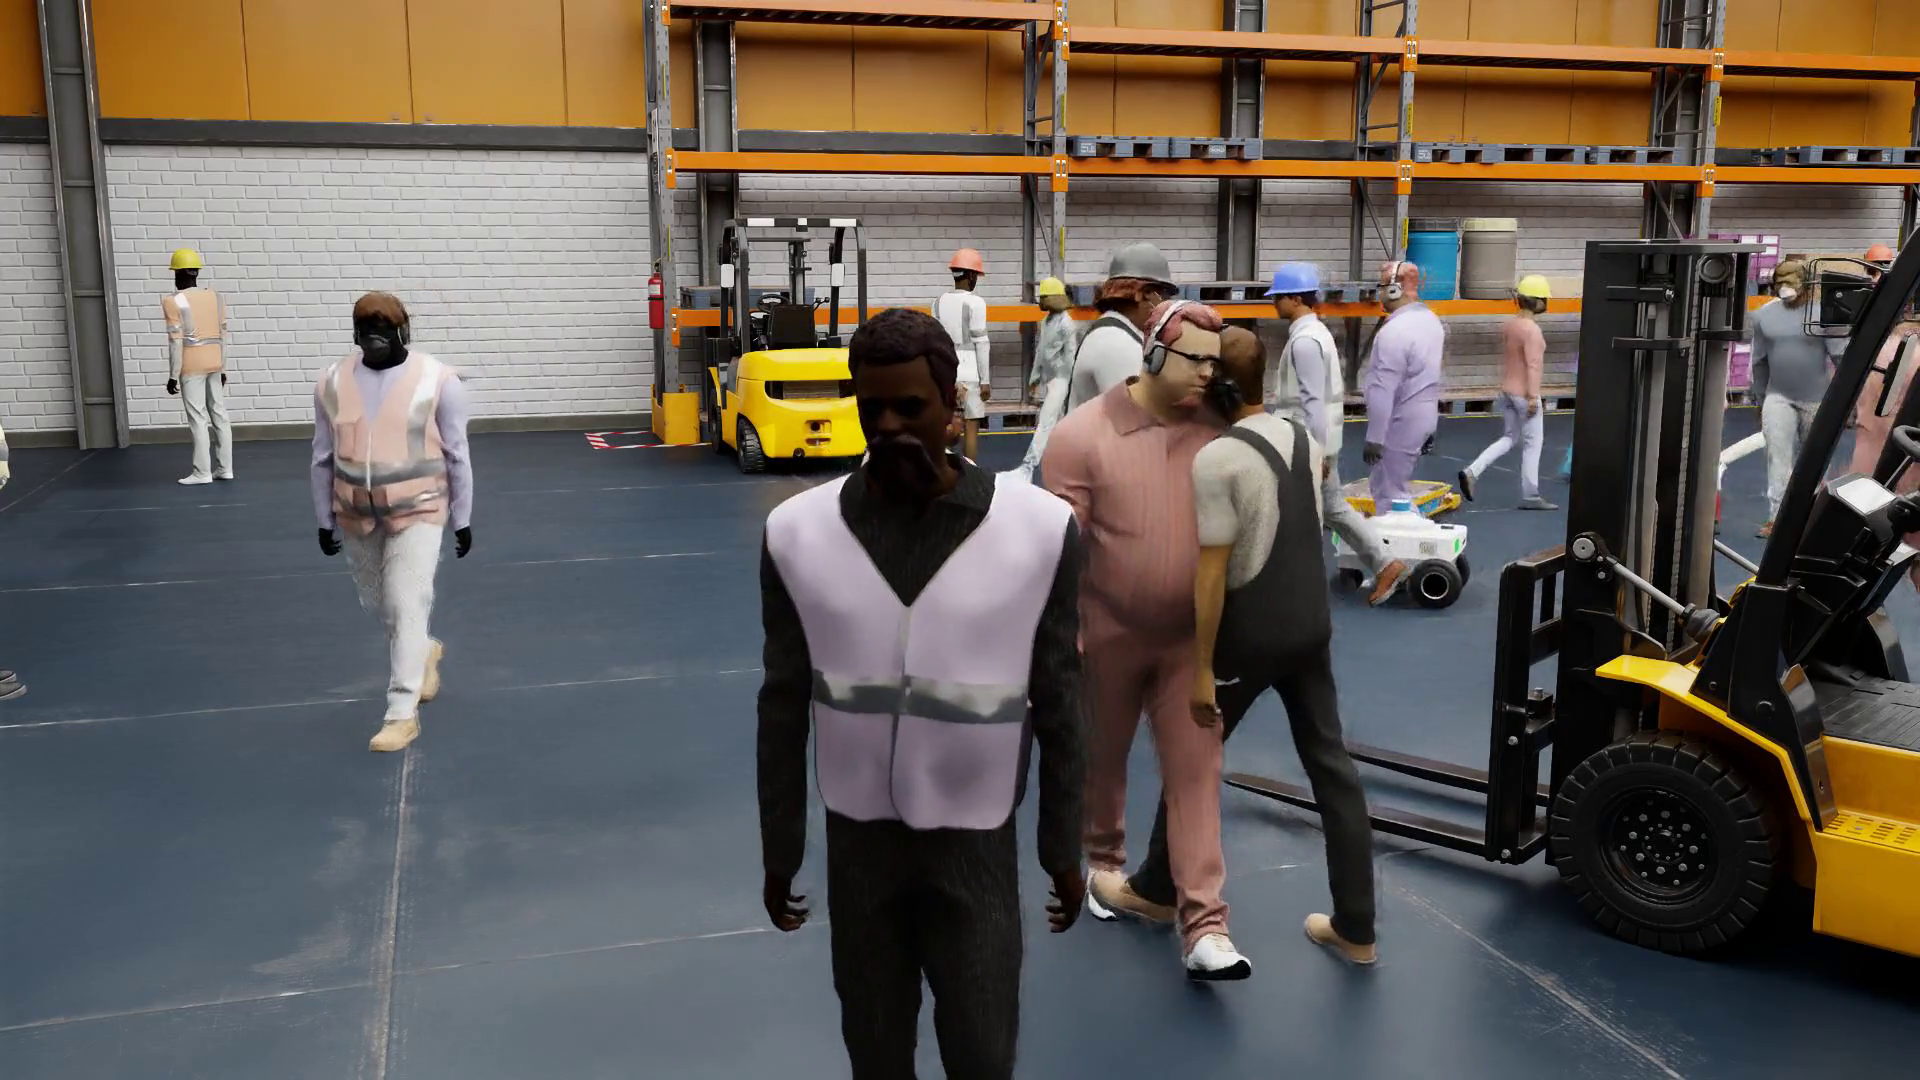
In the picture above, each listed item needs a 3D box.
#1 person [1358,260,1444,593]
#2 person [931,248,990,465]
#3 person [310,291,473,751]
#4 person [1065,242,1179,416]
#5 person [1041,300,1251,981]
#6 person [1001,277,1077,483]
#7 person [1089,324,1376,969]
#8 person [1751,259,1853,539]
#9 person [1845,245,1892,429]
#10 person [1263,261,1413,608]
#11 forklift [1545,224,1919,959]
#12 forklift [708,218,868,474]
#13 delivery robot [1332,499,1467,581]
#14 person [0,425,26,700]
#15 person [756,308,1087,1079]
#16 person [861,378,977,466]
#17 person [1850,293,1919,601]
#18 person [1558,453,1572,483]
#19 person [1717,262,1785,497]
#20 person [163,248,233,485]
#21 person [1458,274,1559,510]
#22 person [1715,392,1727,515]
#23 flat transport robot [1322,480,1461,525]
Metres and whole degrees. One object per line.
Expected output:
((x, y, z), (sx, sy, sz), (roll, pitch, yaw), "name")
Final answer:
((2.481, -0.634, 9.456), (0.434, 1.890, 0.655), (7, 12, 32), "person")
((0.038, -1.272, 12.840), (0.543, 1.934, 0.368), (10, 14, 43), "person")
((-2.306, -0.115, 6.836), (0.639, 1.821, 0.851), (1, 10, 4), "person")
((0.782, -0.247, 6.926), (0.957, 2.000, 0.764), (2, 11, 12), "person")
((0.543, 0.269, 4.616), (0.663, 1.842, 1.015), (-2, 10, -9), "person")
((0.785, -1.326, 13.799), (0.930, 1.690, 0.499), (-3, 11, -18), "person")
((0.801, 0.296, 4.684), (0.538, 1.779, 0.834), (-8, 13, -36), "person")
((5.779, -0.978, 11.398), (1.025, 1.884, 0.713), (-10, 14, -43), "person")
((9.592, -2.127, 17.515), (0.552, 1.935, 0.364), (-9, 14, -41), "person")
((1.984, -0.555, 9.030), (0.950, 1.909, 0.629), (3, 11, 18), "person")
((2.909, 0.117, 4.508), (2.313, 2.155, 1.214), (9, 14, 40), "forklift")
((-1.522, -1.778, 14.899), (1.214, 2.155, 2.313), (-3, 11, -17), "forklift")
((2.452, 0.017, 9.298), (0.707, 0.478, 0.477), (4, 11, 22), "delivery robot")
((-4.365, -0.198, 7.256), (0.403, 1.825, 0.593), (-7, 12, -34), "person")
((-0.076, 0.527, 3.063), (0.612, 1.899, 0.465), (2, 10, 10), "person")
((-0.188, 0.220, 5.642), (0.507, 1.604, 0.805), (8, 13, 37), "person")
((4.323, -0.265, 7.523), (0.977, 1.850, 0.671), (3, 11, 14), "person")
((5.296, -1.304, 13.419), (0.836, 1.793, 0.655), (5, 11, 25), "person")
((6.217, -1.223, 12.836), (0.720, 1.845, 0.502), (2, 11, 10), "person")
((-6.248, -1.411, 13.613), (0.378, 1.928, 0.585), (4, 11, 23), "person")
((4.104, -1.082, 12.280), (0.656, 1.747, 0.531), (-1, 10, -5), "person")
((4.963, -0.886, 11.222), (0.445, 1.743, 0.540), (2, 11, 12), "person")
((3.065, -0.275, 11.933), (0.652, 0.197, 1.431), (7, 12, 32), "flat transport robot")
